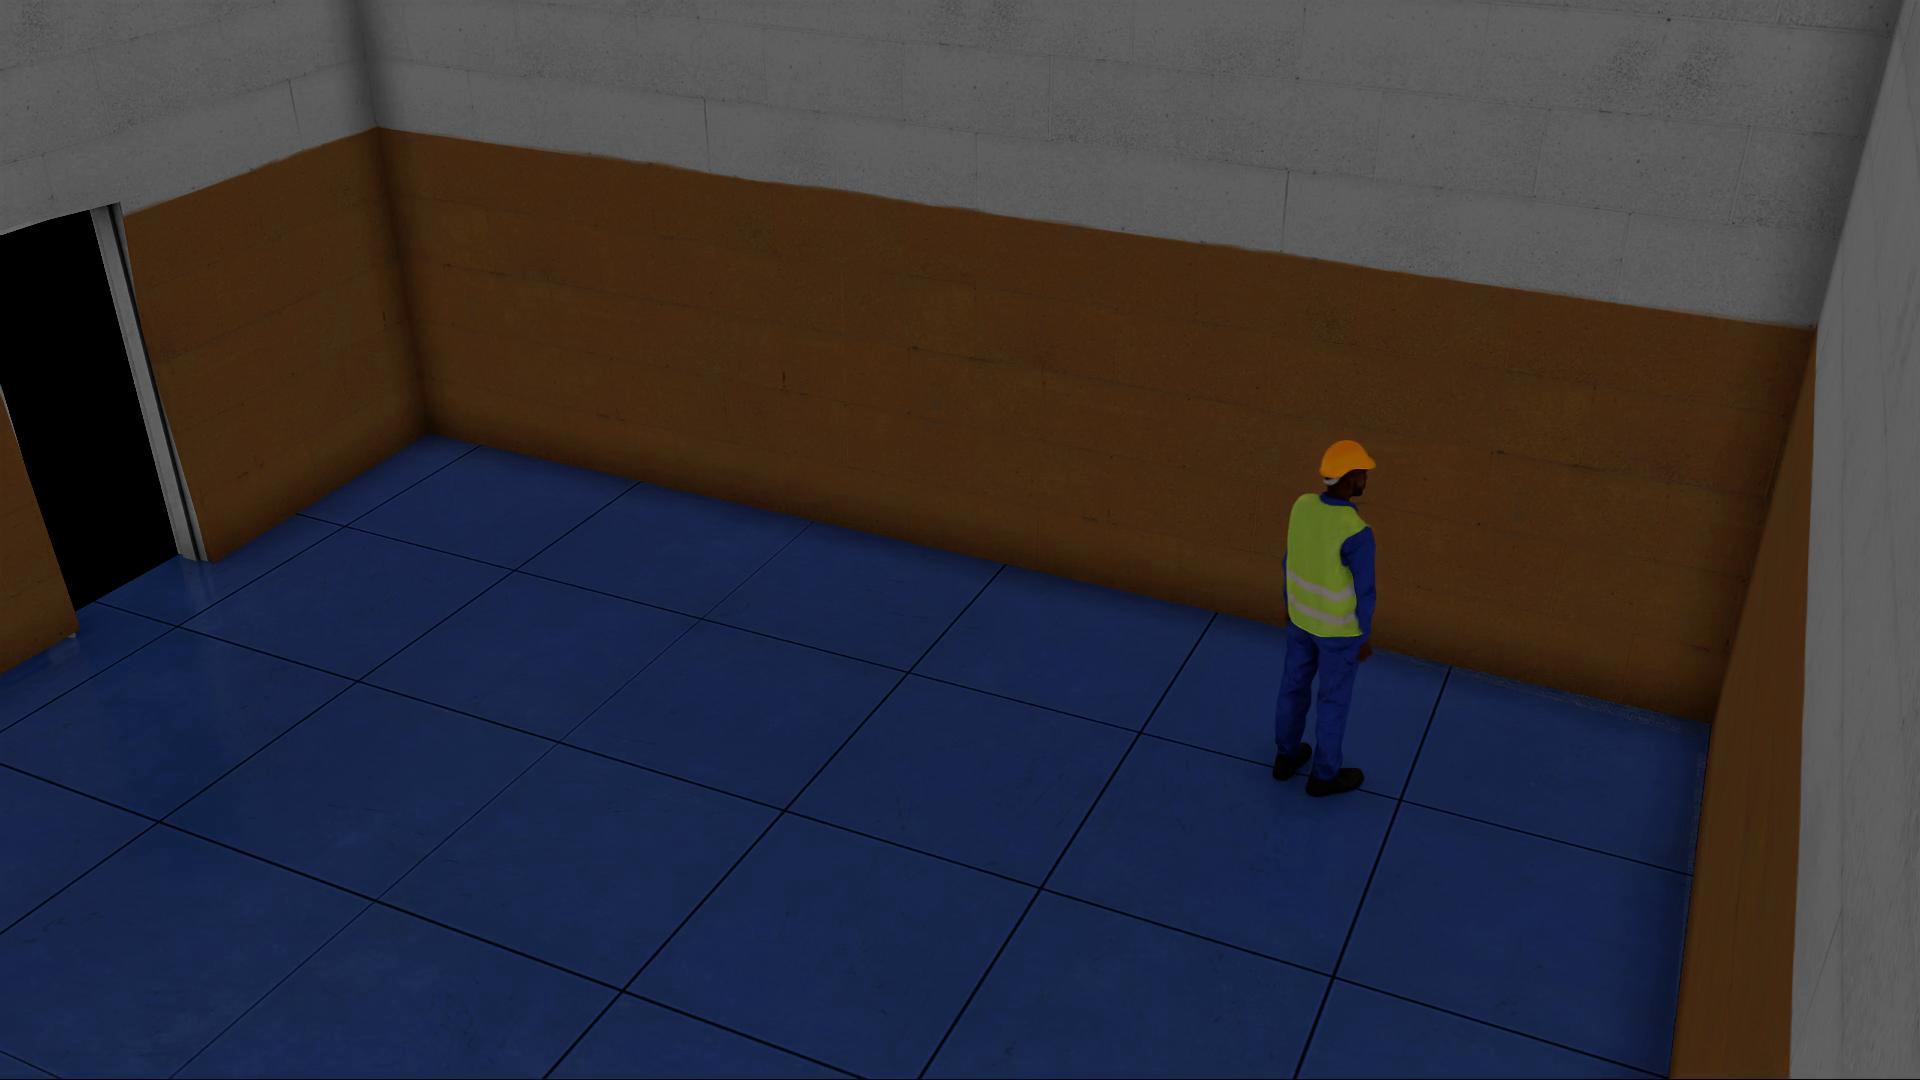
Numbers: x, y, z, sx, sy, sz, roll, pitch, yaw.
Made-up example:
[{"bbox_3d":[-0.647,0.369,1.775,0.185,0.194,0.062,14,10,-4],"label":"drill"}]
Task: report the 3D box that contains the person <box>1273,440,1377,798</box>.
[{"bbox_3d":[1.710,0.371,7.810,0.814,1.812,0.689,-20,34,-32],"label":"person"}]
